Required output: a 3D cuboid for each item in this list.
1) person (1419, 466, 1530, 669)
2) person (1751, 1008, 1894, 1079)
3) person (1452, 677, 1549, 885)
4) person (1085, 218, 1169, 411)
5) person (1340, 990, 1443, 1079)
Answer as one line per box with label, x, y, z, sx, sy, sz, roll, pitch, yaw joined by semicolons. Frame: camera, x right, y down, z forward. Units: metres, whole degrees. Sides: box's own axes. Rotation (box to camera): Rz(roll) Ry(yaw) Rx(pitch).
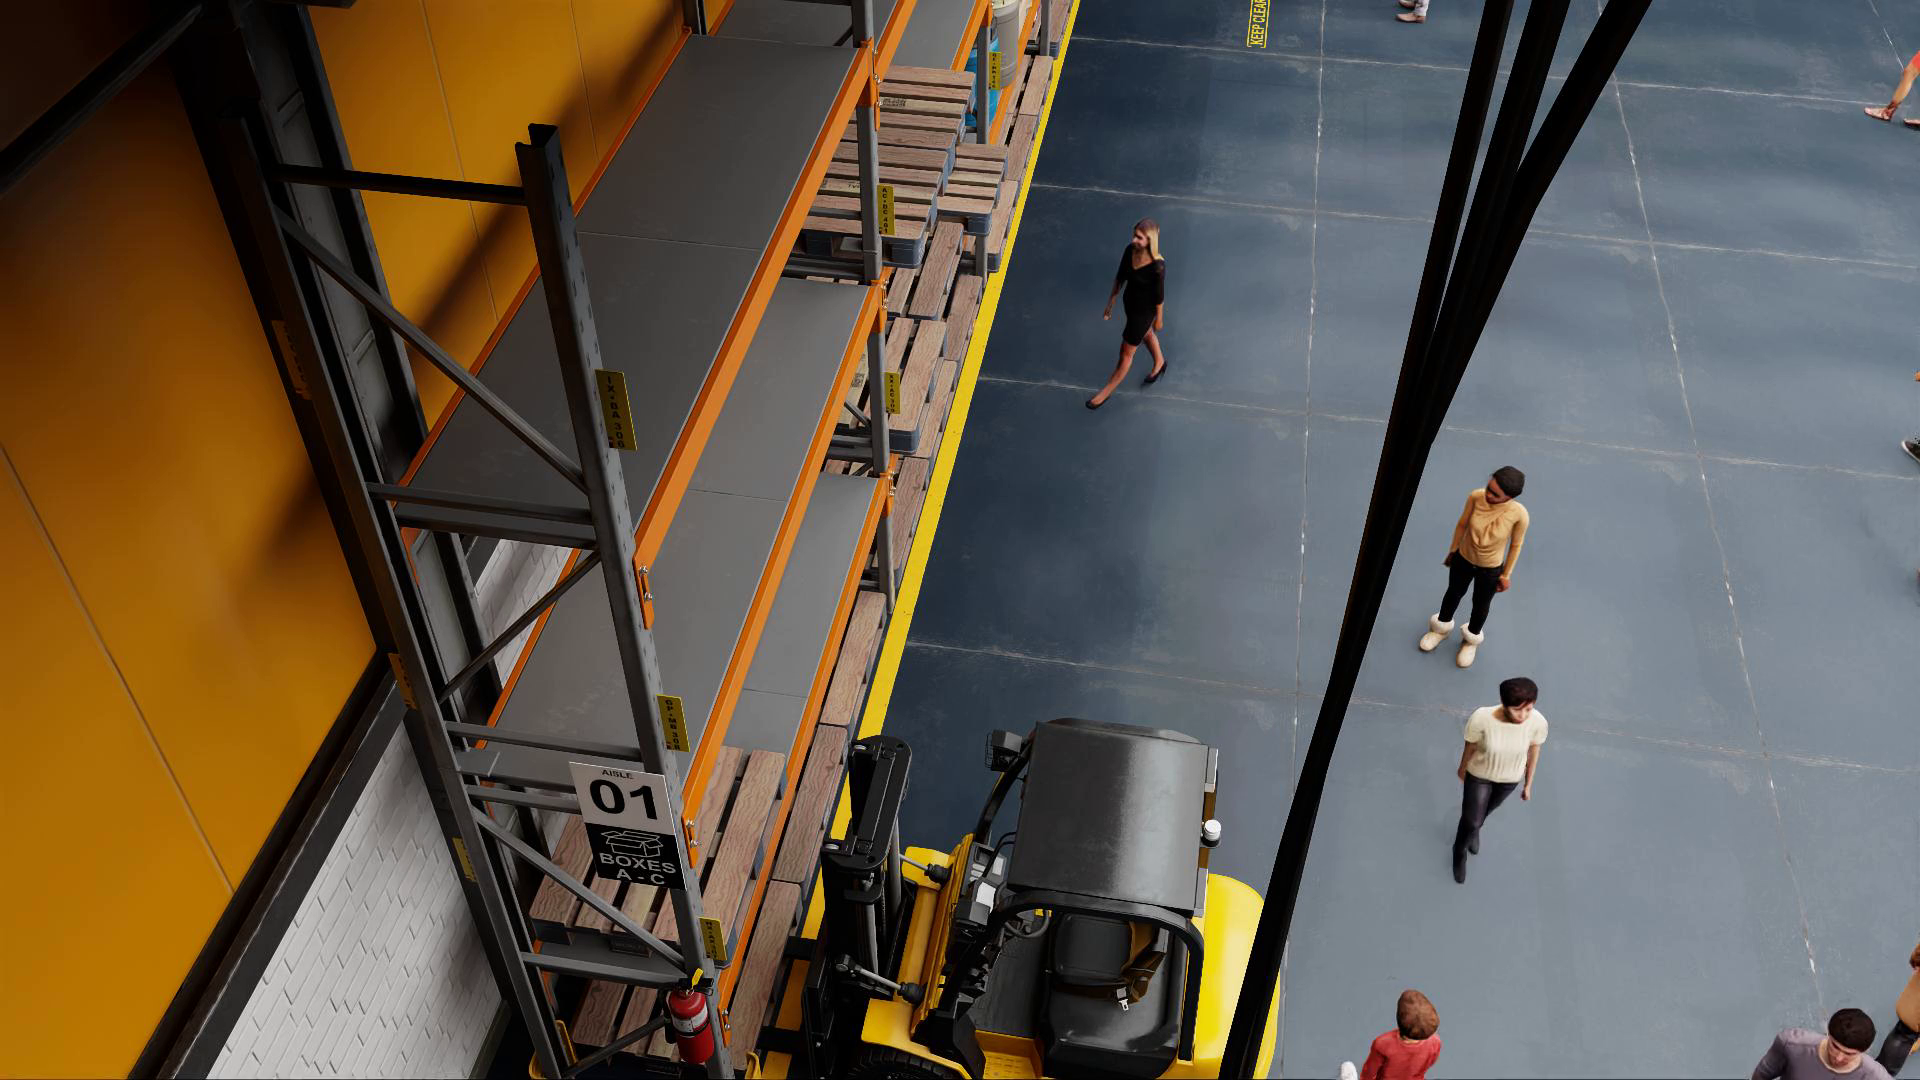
person;3.401;0.134;10.868;0.683;1.658;0.687;28;50;26
person;4.042;2.757;7.997;0.881;1.821;1.131;21;48;21
person;3.098;1.301;9.706;0.658;1.573;0.725;-1;44;-1
person;1.458;-1.788;12.912;1.091;1.623;1.062;-24;48;-23
person;2.179;2.771;8.300;0.657;1.383;0.953;-1;44;-1
